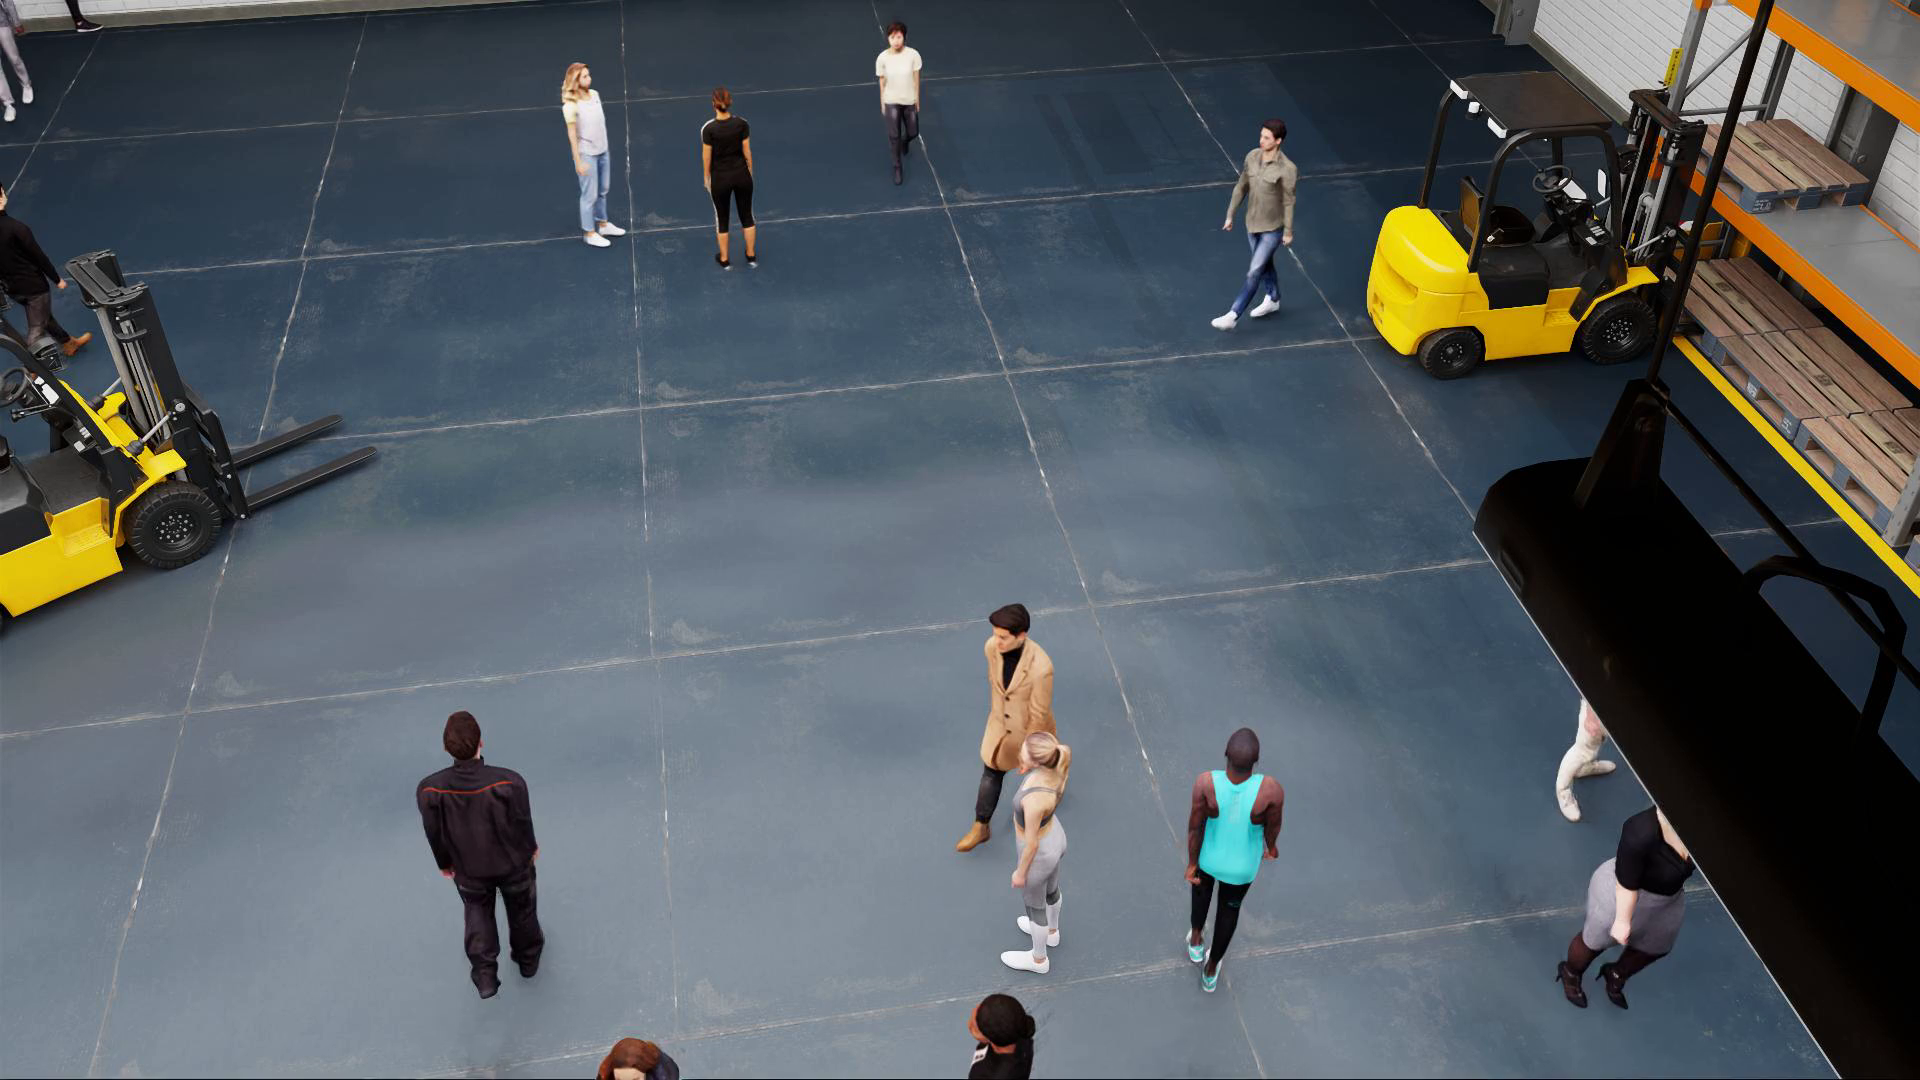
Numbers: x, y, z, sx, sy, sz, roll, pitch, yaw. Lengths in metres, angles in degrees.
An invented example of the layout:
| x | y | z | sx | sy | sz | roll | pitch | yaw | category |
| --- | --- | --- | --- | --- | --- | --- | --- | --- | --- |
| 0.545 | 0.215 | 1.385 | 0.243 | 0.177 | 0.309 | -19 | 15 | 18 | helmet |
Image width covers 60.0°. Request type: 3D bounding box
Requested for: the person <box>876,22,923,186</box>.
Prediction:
| x | y | z | sx | sy | sz | roll | pitch | yaw | category |
| --- | --- | --- | --- | --- | --- | --- | --- | --- | --- |
| -0.577 | -4.260 | 16.100 | 0.624 | 1.577 | 0.786 | -3 | 39 | -4 | person |

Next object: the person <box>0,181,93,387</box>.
| x | y | z | sx | sy | sz | roll | pitch | yaw | category |
| --- | --- | --- | --- | --- | --- | --- | --- | --- | --- |
| -7.458 | -2.000 | 13.178 | 0.976 | 1.691 | 1.187 | 11 | 40 | 13 | person |

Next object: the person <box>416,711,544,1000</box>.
| x | y | z | sx | sy | sz | roll | pitch | yaw | category |
| --- | --- | --- | --- | --- | --- | --- | --- | --- | --- |
| -2.382 | 1.664 | 8.425 | 0.724 | 1.896 | 0.868 | -3 | 39 | -4 | person |

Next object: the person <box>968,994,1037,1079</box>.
| x | y | z | sx | sy | sz | roll | pitch | yaw | category |
| --- | --- | --- | --- | --- | --- | --- | --- | --- | --- |
| 0.201 | 2.567 | 7.470 | 0.743 | 1.677 | 0.635 | 10 | 40 | 12 | person |

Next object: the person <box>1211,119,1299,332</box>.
| x | y | z | sx | sy | sz | roll | pitch | yaw | category |
| --- | --- | --- | --- | --- | --- | --- | --- | --- | --- |
| 2.614 | -2.640 | 13.872 | 1.066 | 1.825 | 1.158 | -23 | 44 | -26 | person |

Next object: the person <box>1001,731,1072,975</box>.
| x | y | z | sx | sy | sz | roll | pitch | yaw | category |
| --- | --- | --- | --- | --- | --- | --- | --- | --- | --- |
| 0.423 | 1.613 | 8.641 | 0.710 | 1.707 | 0.624 | 16 | 41 | 19 | person |

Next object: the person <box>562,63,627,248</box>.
| x | y | z | sx | sy | sz | roll | pitch | yaw | category |
| --- | --- | --- | --- | --- | --- | --- | --- | --- | --- |
| -3.348 | -3.485 | 15.011 | 0.775 | 1.723 | 0.672 | 15 | 41 | 17 | person |

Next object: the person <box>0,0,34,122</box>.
| x | y | z | sx | sy | sz | roll | pitch | yaw | category |
| --- | --- | --- | --- | --- | --- | --- | --- | --- | --- |
| -10.051 | -5.388 | 17.319 | 0.758 | 1.816 | 1.025 | -10 | 40 | -12 | person |

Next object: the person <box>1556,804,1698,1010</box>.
| x | y | z | sx | sy | sz | roll | pitch | yaw | category |
| --- | --- | --- | --- | --- | --- | --- | --- | --- | --- |
| 3.344 | 1.749 | 8.444 | 0.741 | 1.740 | 0.744 | -16 | 41 | -19 | person |

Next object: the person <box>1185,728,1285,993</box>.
| x | y | z | sx | sy | sz | roll | pitch | yaw | category |
| --- | --- | --- | --- | --- | --- | --- | --- | --- | --- |
| 1.353 | 1.690 | 8.473 | 0.738 | 1.795 | 0.778 | 10 | 40 | 12 | person |

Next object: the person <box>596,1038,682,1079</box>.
| x | y | z | sx | sy | sz | roll | pitch | yaw | category |
| --- | --- | --- | --- | --- | --- | --- | --- | --- | --- |
| -1.364 | 2.662 | 7.508 | 0.604 | 1.483 | 0.876 | -3 | 39 | -3 | person |

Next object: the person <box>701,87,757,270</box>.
| x | y | z | sx | sy | sz | roll | pitch | yaw | category |
| --- | --- | --- | --- | --- | --- | --- | --- | --- | --- |
| -2.031 | -3.199 | 14.698 | 0.620 | 1.668 | 0.559 | -13 | 40 | -16 | person |

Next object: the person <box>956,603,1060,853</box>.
| x | y | z | sx | sy | sz | roll | pitch | yaw | category |
| --- | --- | --- | --- | --- | --- | --- | --- | --- | --- |
| 0.418 | 0.987 | 9.445 | 1.114 | 1.682 | 1.145 | 26 | 45 | 28 | person |
